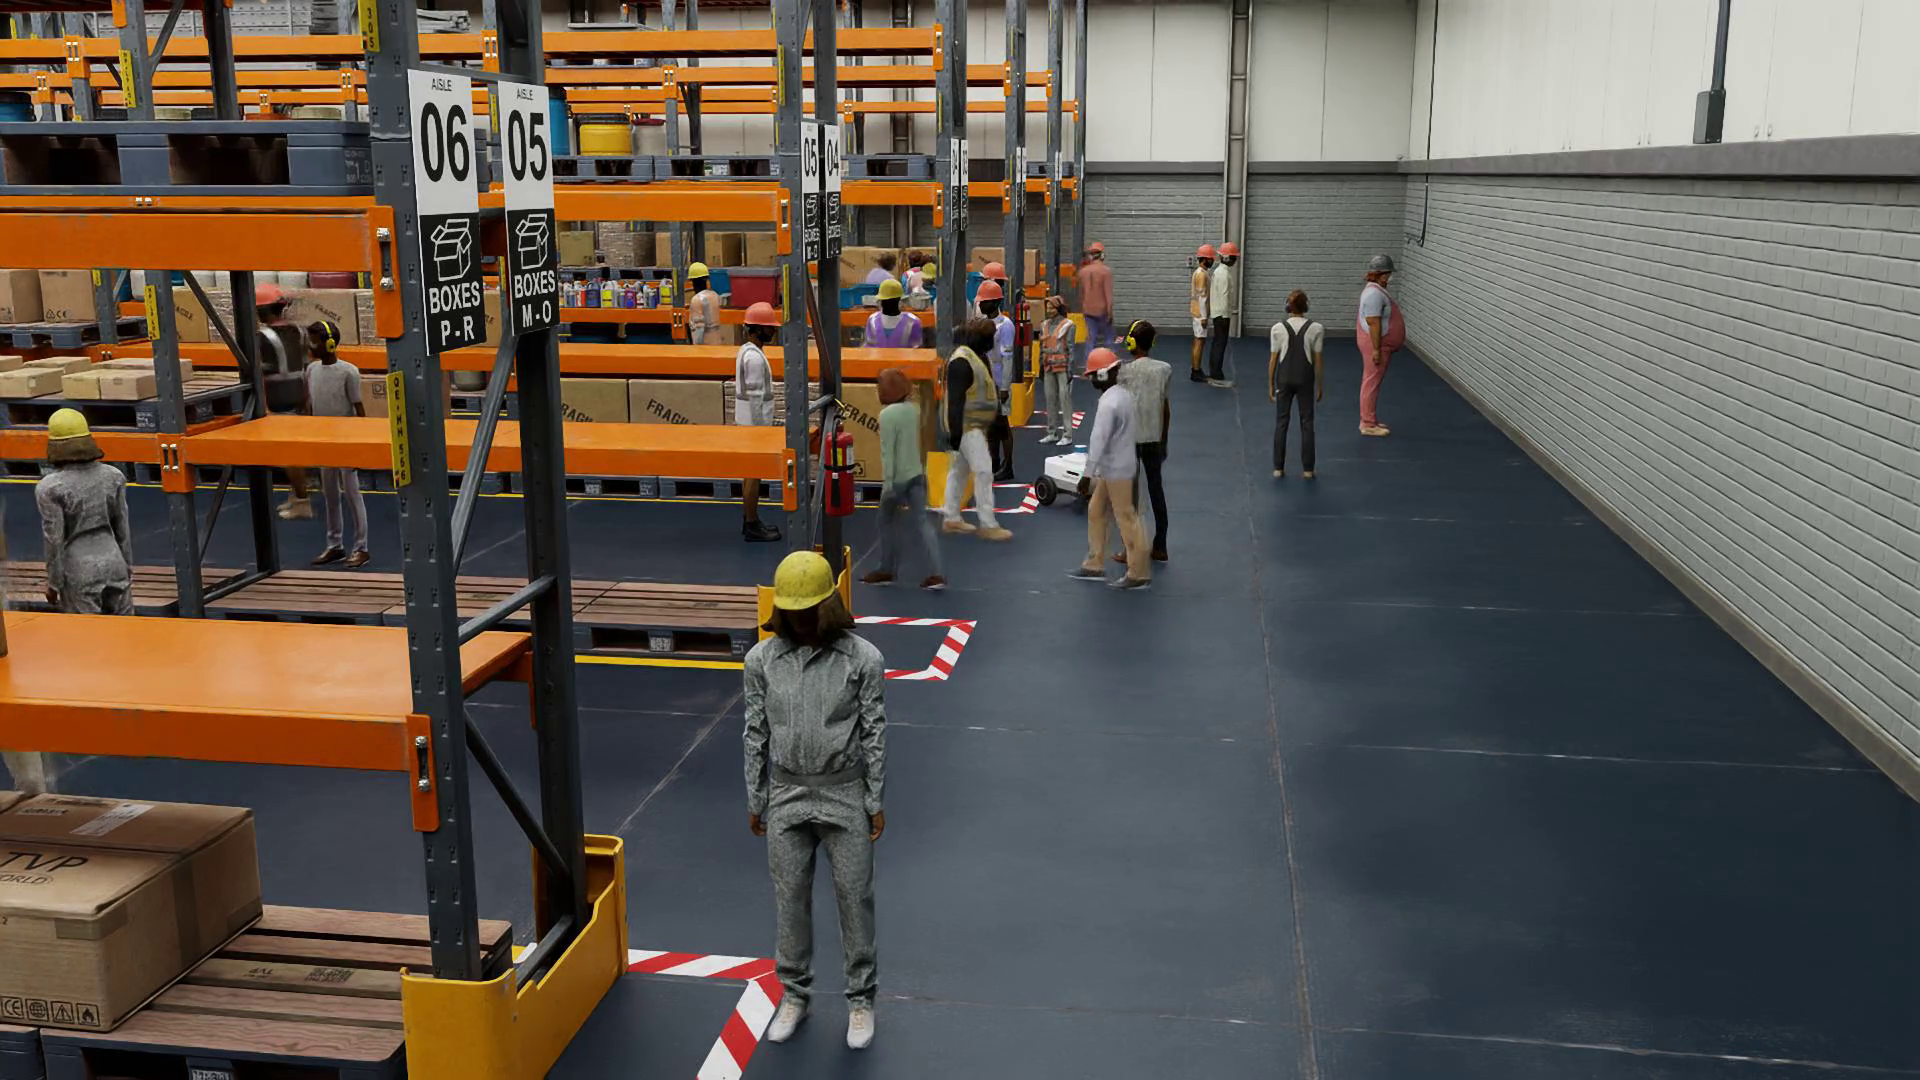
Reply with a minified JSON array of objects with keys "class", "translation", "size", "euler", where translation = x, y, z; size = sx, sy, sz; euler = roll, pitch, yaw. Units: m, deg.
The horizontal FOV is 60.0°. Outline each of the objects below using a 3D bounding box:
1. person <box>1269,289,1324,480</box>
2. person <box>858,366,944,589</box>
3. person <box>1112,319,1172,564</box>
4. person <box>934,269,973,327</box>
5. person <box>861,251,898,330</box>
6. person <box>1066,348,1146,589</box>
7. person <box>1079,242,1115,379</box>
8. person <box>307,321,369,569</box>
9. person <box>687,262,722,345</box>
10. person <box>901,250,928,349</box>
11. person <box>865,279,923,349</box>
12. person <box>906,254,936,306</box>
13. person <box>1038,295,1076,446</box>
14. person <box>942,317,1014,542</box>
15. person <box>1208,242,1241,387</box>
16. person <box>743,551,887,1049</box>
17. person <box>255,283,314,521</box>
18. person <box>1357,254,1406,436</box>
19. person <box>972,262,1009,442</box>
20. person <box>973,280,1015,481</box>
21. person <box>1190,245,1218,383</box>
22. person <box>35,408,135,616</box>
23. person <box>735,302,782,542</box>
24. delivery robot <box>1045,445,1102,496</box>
[{"class":"person","translation":[3.249,-1.499,16.116],"size":[0.517,1.837,0.338],"euler":[3,13,13]},{"class":"person","translation":[-0.400,-0.422,11.766],"size":[0.683,1.600,0.573],"euler":[8,15,33]},{"class":"person","translation":[1.370,-0.734,12.608],"size":[0.513,1.862,0.325],"euler":[-6,14,-26]},{"class":"person","translation":[-0.031,-2.186,19.061],"size":[0.405,1.902,0.636],"euler":[-7,14,-28]},{"class":"person","translation":[-1.130,-3.016,22.828],"size":[0.465,1.892,0.778],"euler":[-10,16,-39]},{"class":"person","translation":[1.027,-0.504,11.873],"size":[0.721,1.707,0.597],"euler":[3,13,12]},{"class":"person","translation":[2.065,-3.296,23.971],"size":[0.682,1.942,0.786],"euler":[12,17,43]},{"class":"person","translation":[-4.684,-0.711,12.486],"size":[0.514,1.866,0.332],"euler":[5,14,23]},{"class":"person","translation":[-2.961,-2.238,19.248],"size":[0.383,1.922,0.587],"euler":[3,13,14]},{"class":"person","translation":[-0.622,-3.260,24.048],"size":[0.632,1.840,0.429],"euler":[-11,16,-40]},{"class":"person","translation":[-0.661,-1.611,16.417],"size":[0.587,1.922,0.383],"euler":[4,13,18]},{"class":"person","translation":[-0.437,-3.015,22.938],"size":[0.626,1.843,0.430],"euler":[8,15,33]},{"class":"person","translation":[1.060,-1.848,18.150],"size":[0.316,1.631,0.524],"euler":[-11,17,-42]},{"class":"person","translation":[0.181,-0.902,13.460],"size":[0.774,1.803,0.661],"euler":[3,13,15]},{"class":"person","translation":[3.668,-3.125,23.089],"size":[0.399,1.989,0.623],"euler":[0,12,1]},{"class":"person","translation":[-0.492,0.878,5.618],"size":[0.489,1.731,0.320],"euler":[1,13,6]},{"class":"person","translation":[-5.807,-1.158,14.140],"size":[0.614,2.019,0.621],"euler":[2,13,9]},{"class":"person","translation":[4.773,-2.217,18.881],"size":[0.539,2.000,0.689],"euler":[2,13,11]},{"class":"person","translation":[0.329,-2.059,18.320],"size":[0.410,1.980,0.626],"euler":[-2,13,-10]},{"class":"person","translation":[0.305,-1.534,16.062],"size":[0.393,1.929,0.545],"euler":[-8,15,-31]},{"class":"person","translation":[3.450,-3.209,23.591],"size":[0.354,1.939,0.544],"euler":[0,12,2]},{"class":"person","translation":[-4.600,0.174,8.771],"size":[0.312,1.741,0.487],"euler":[7,14,27]},{"class":"person","translation":[-1.613,-0.947,13.409],"size":[0.389,1.929,0.544],"euler":[-3,13,-12]},{"class":"delivery robot","translation":[1.065,-0.595,14.725],"size":[0.477,0.478,0.707],"euler":[-8,15,-31]}]
